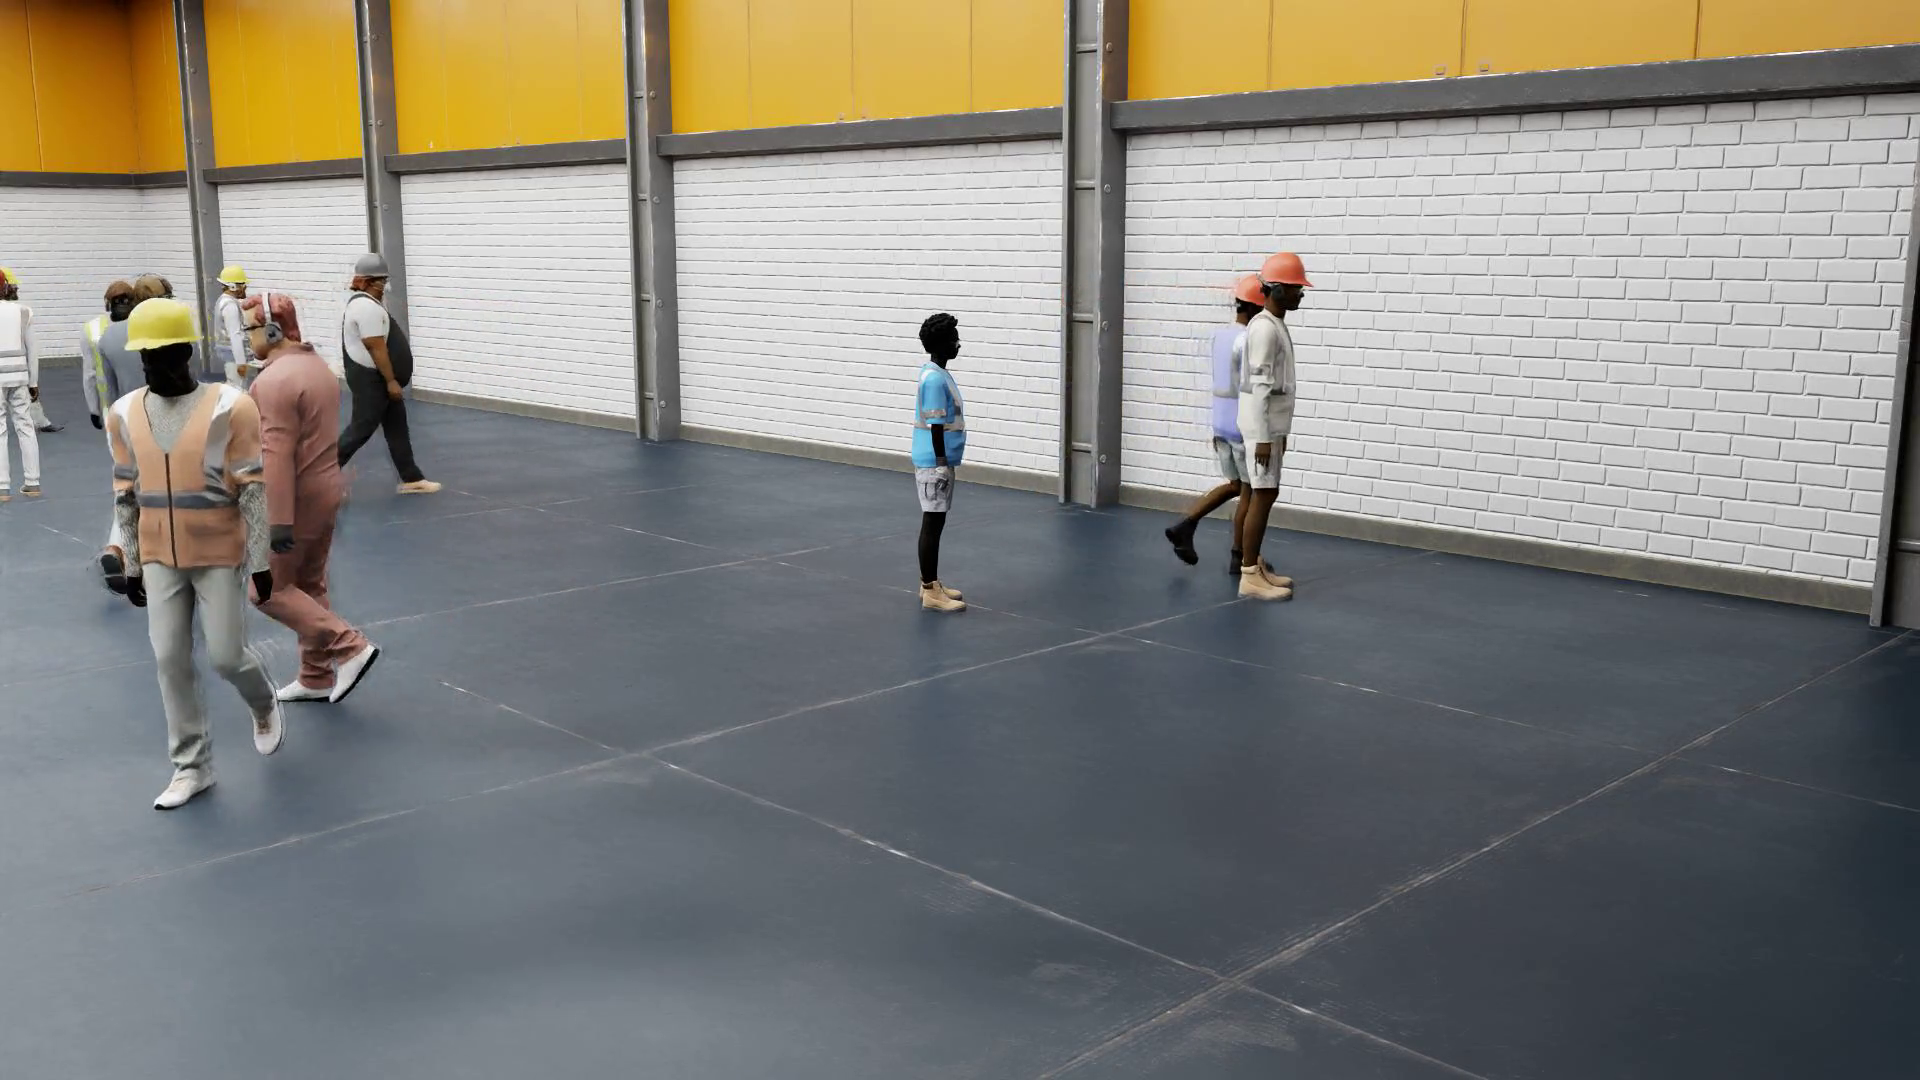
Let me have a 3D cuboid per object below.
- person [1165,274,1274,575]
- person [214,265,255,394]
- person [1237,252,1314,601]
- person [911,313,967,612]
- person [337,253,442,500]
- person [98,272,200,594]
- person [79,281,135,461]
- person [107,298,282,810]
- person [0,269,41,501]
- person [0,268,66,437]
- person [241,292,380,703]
[{"bbox_3d":[1.677,-0.696,10.347,0.604,1.899,0.558,-3,11,-17],"label":"person"},{"bbox_3d":[-7.283,-1.847,16.783,0.404,1.830,0.598,-6,12,-29],"label":"person"},{"bbox_3d":[1.845,-0.660,9.784,0.414,2.034,0.609,3,11,18],"label":"person"},{"bbox_3d":[-0.119,-0.444,9.503,0.318,1.697,0.536,0,10,-2],"label":"person"},{"bbox_3d":[-4.830,-1.352,13.519,0.996,2.000,0.693,-3,11,-18],"label":"person"},{"bbox_3d":[-4.811,-0.624,9.877,0.631,1.919,0.797,1,10,5],"label":"person"},{"bbox_3d":[-6.083,-0.999,12.269,0.641,1.790,0.961,-6,12,-31],"label":"person"},{"bbox_3d":[-2.902,0.029,6.355,0.600,1.905,0.645,1,10,3],"label":"person"},{"bbox_3d":[-7.742,-1.260,13.446,0.353,1.883,0.577,7,12,33],"label":"person"},{"bbox_3d":[-10.075,-1.982,17.653,0.705,1.815,0.605,-4,11,-20],"label":"person"},{"bbox_3d":[-2.938,-0.161,7.435,0.488,1.885,0.670,0,10,-2],"label":"person"}]
